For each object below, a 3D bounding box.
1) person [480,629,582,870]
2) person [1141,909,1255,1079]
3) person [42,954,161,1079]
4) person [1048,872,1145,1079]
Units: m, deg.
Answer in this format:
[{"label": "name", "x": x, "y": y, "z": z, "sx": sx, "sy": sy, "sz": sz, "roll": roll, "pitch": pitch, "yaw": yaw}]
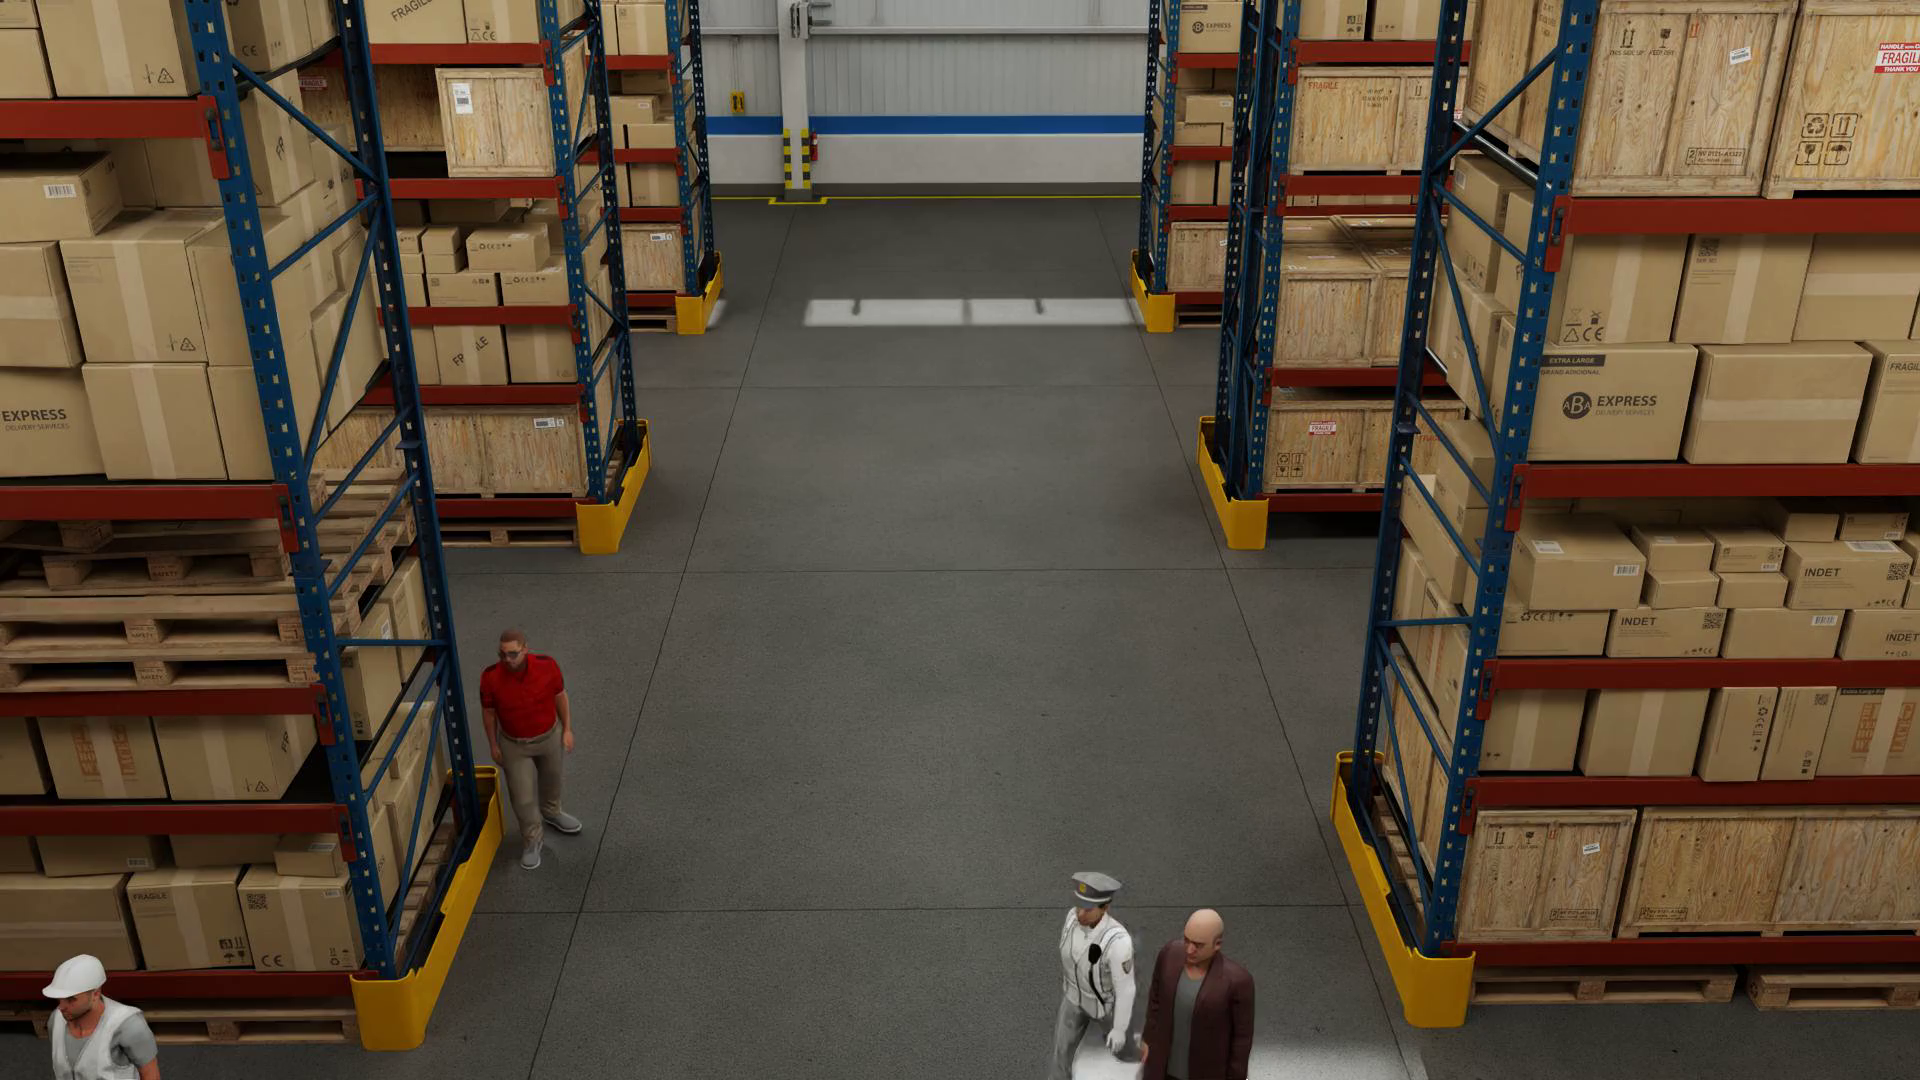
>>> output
[{"label": "person", "x": -2.876, "y": 1.321, "z": 11.114, "sx": 0.561, "sy": 1.723, "sz": 0.571, "roll": -11, "pitch": 27, "yaw": -21}, {"label": "person", "x": 1.142, "y": 2.607, "z": 8.277, "sx": 0.572, "sy": 1.787, "sz": 0.372, "roll": 17, "pitch": 30, "yaw": 32}, {"label": "person", "x": -4.067, "y": 2.756, "z": 7.950, "sx": 0.548, "sy": 1.795, "sz": 0.368, "roll": 6, "pitch": 26, "yaw": 12}, {"label": "person", "x": 0.758, "y": 2.423, "z": 8.828, "sx": 0.502, "sy": 1.637, "sz": 1.017, "roll": 22, "pitch": 33, "yaw": 39}]
